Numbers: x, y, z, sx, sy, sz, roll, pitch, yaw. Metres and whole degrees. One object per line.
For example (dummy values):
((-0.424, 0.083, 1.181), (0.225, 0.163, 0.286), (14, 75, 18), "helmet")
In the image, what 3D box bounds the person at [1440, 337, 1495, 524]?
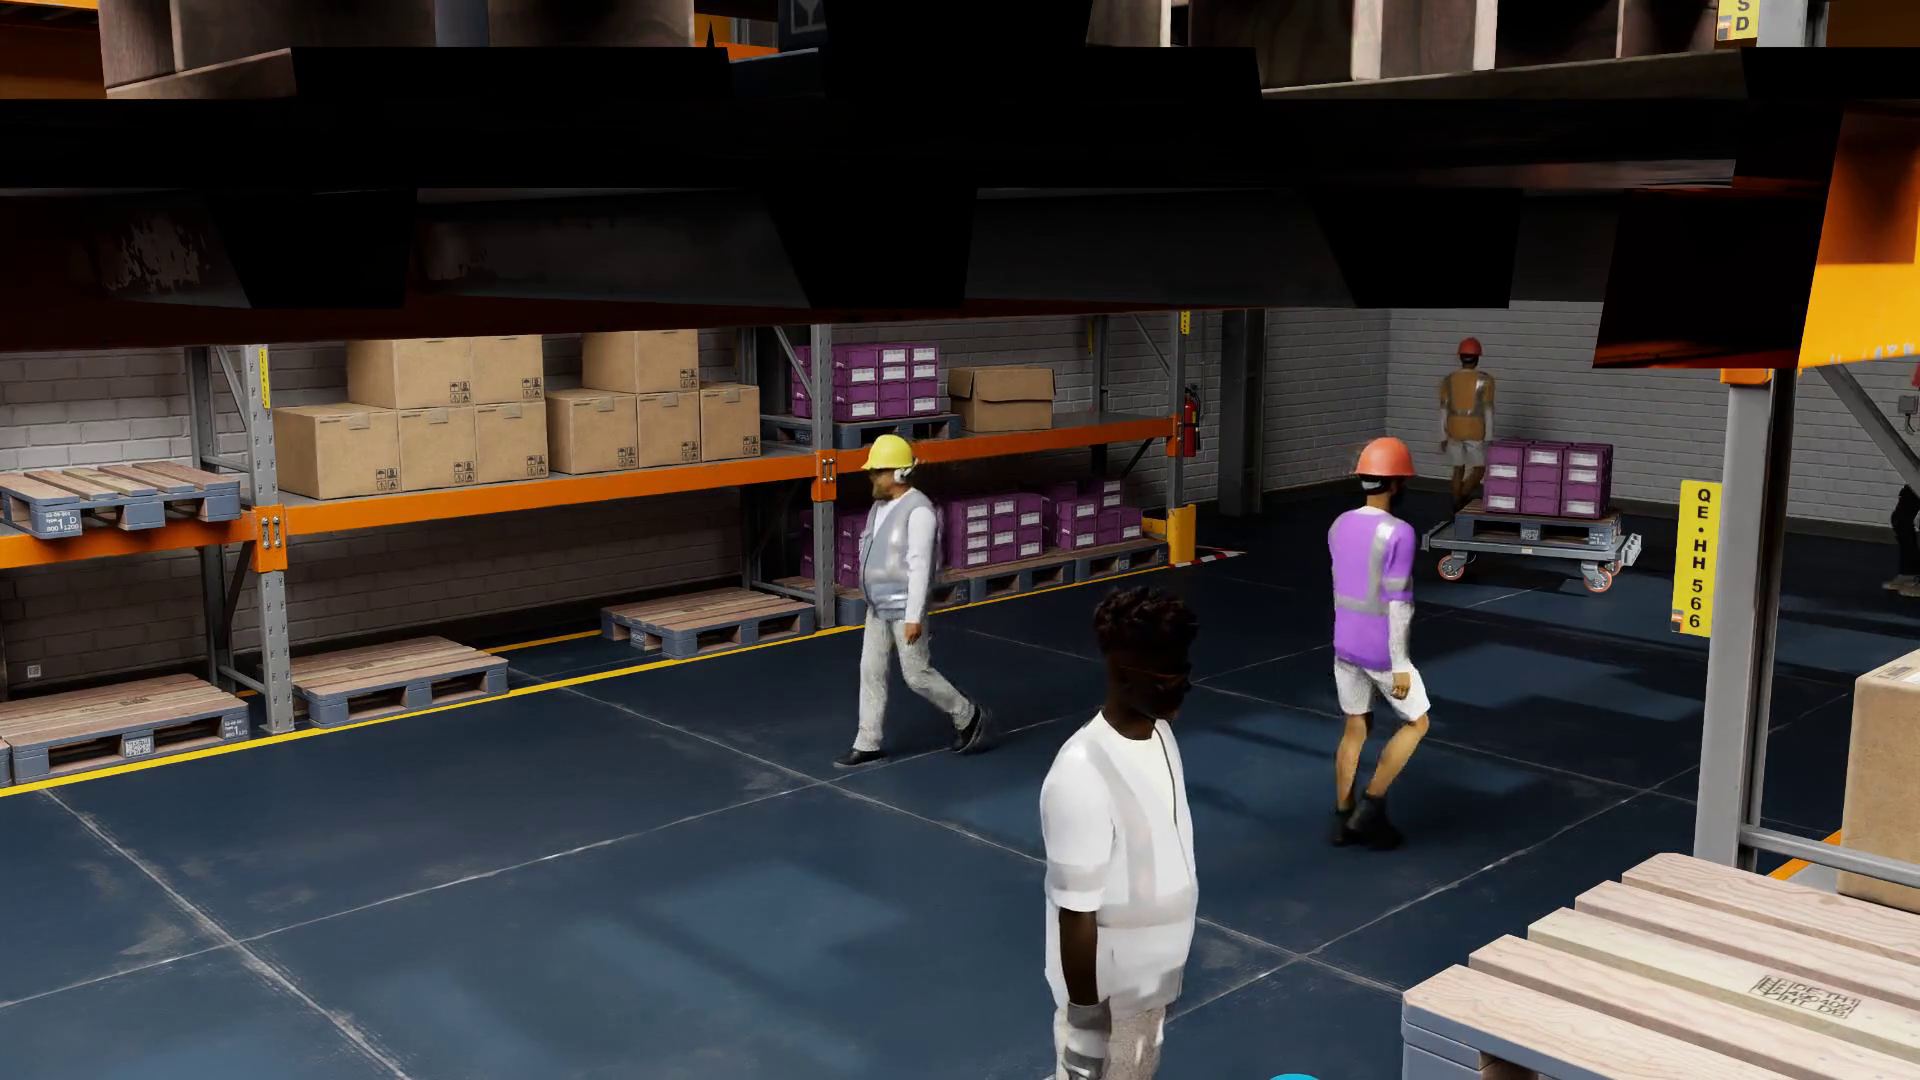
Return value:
((5.108, -1.079, 16.798), (0.570, 1.924, 0.503), (7, 12, 37), "person")

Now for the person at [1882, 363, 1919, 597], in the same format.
((7.675, -0.485, 13.258), (0.544, 1.950, 0.650), (2, 10, 12), "person")

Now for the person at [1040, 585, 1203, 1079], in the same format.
((0.402, 1.069, 4.104), (0.368, 1.961, 0.613), (4, 11, 24), "person")

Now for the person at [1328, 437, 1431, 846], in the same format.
((1.922, 0.486, 7.651), (0.443, 1.916, 0.565), (-5, 11, -25), "person")

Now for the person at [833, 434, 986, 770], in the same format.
((-0.266, 0.327, 8.922), (0.793, 1.810, 0.595), (-6, 11, -31), "person")
